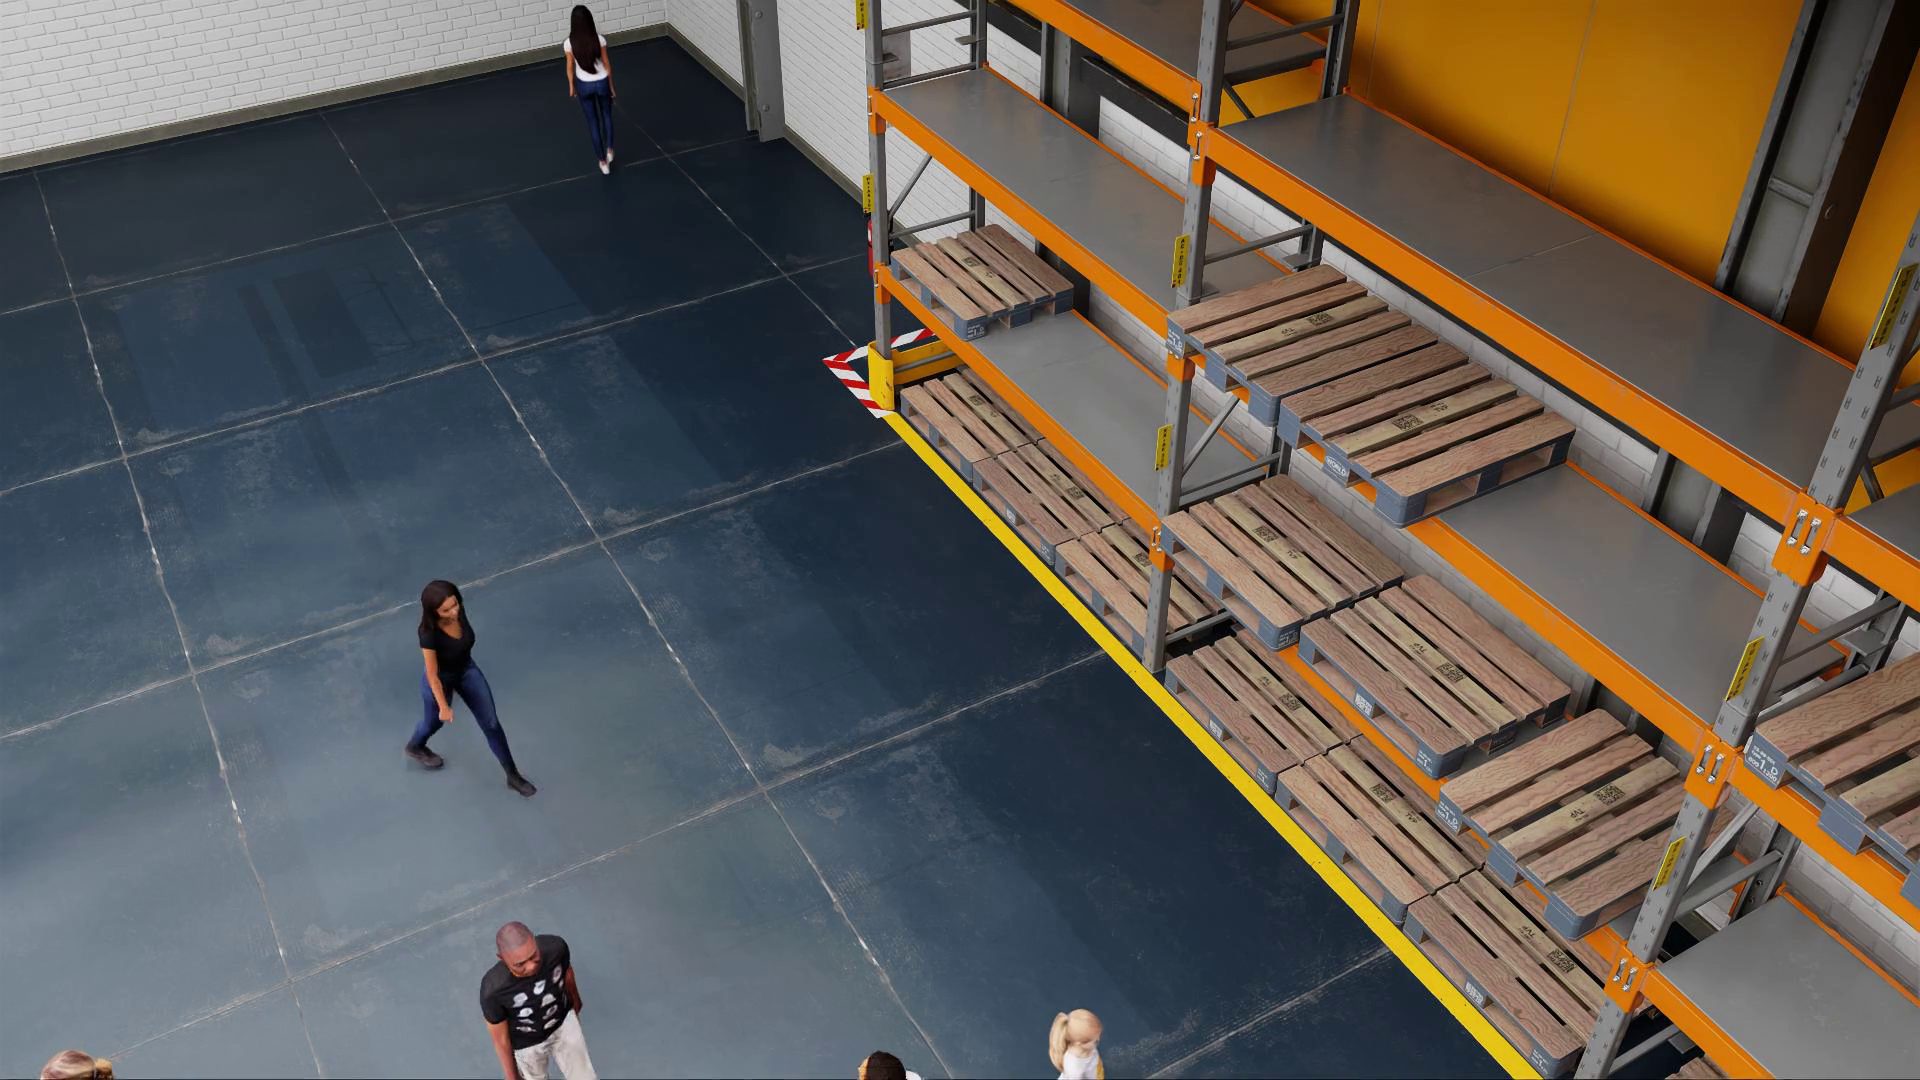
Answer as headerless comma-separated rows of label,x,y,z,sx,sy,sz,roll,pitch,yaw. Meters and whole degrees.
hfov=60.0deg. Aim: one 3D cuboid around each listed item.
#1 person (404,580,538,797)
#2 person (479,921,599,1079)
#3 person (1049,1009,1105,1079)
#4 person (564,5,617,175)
person,-3.245,0.889,10.363,1.274,1.689,1.072,14,41,17
person,-2.151,2.415,8.384,0.782,1.775,0.970,-31,48,-33
person,0.572,2.776,8.328,0.641,1.280,0.570,3,39,4
person,-3.781,-4.618,17.200,0.718,1.762,0.792,-9,40,-11
